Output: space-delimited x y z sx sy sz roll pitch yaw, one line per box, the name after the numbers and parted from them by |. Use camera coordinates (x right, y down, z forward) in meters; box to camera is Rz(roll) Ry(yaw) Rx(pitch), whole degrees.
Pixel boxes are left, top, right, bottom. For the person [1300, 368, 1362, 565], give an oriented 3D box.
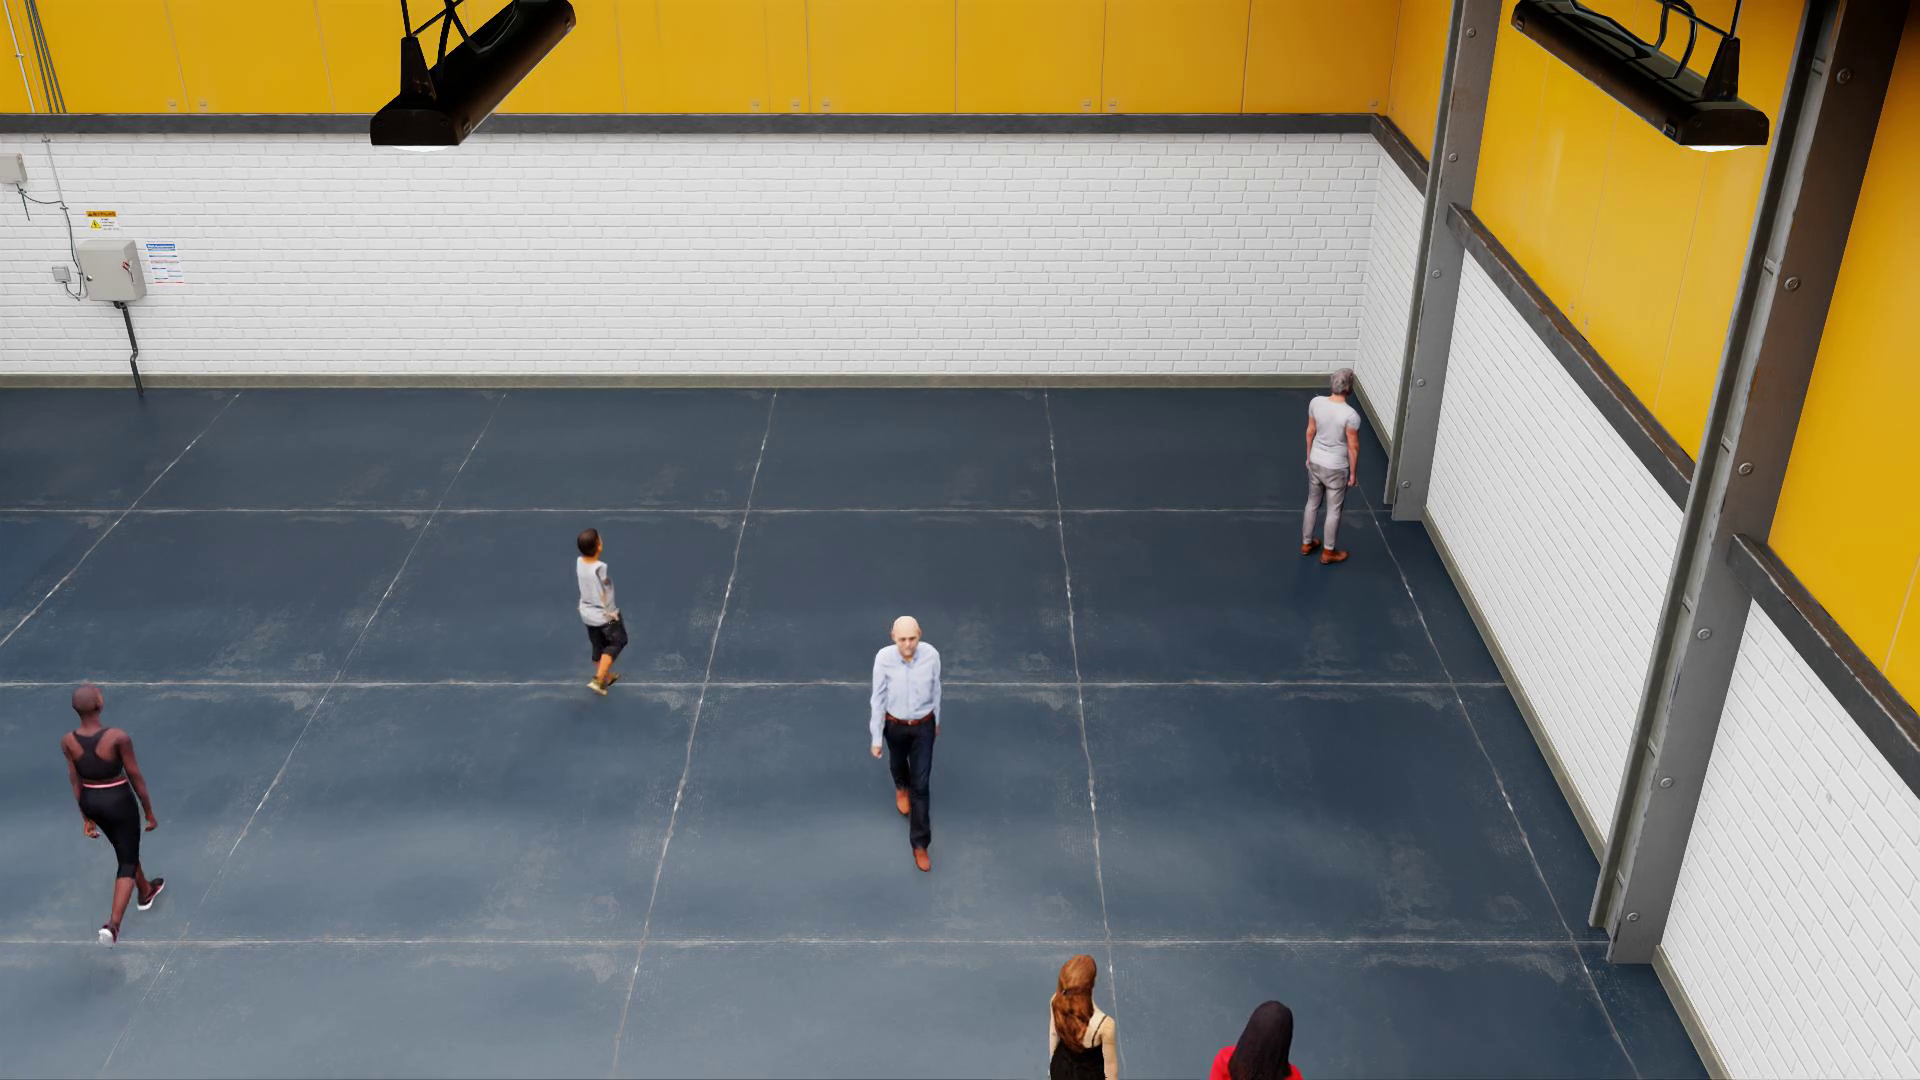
3.282 -0.668 14.782 0.817 1.827 0.734 -23 36 -35 | person

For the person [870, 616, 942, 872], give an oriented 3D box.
-0.373 1.255 11.351 0.777 1.738 1.278 -4 29 -7 | person

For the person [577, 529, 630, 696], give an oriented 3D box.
-2.851 0.542 12.962 0.704 1.446 0.807 11 30 19 | person

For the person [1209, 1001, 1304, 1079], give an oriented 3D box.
1.385 3.011 8.136 0.797 1.732 0.948 7 29 12 | person

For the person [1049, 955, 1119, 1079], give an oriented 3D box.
0.578 2.839 8.576 0.790 1.614 0.858 22 35 34 | person

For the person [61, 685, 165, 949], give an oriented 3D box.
-5.367 1.775 10.417 0.617 1.718 1.080 -1 29 -3 | person
